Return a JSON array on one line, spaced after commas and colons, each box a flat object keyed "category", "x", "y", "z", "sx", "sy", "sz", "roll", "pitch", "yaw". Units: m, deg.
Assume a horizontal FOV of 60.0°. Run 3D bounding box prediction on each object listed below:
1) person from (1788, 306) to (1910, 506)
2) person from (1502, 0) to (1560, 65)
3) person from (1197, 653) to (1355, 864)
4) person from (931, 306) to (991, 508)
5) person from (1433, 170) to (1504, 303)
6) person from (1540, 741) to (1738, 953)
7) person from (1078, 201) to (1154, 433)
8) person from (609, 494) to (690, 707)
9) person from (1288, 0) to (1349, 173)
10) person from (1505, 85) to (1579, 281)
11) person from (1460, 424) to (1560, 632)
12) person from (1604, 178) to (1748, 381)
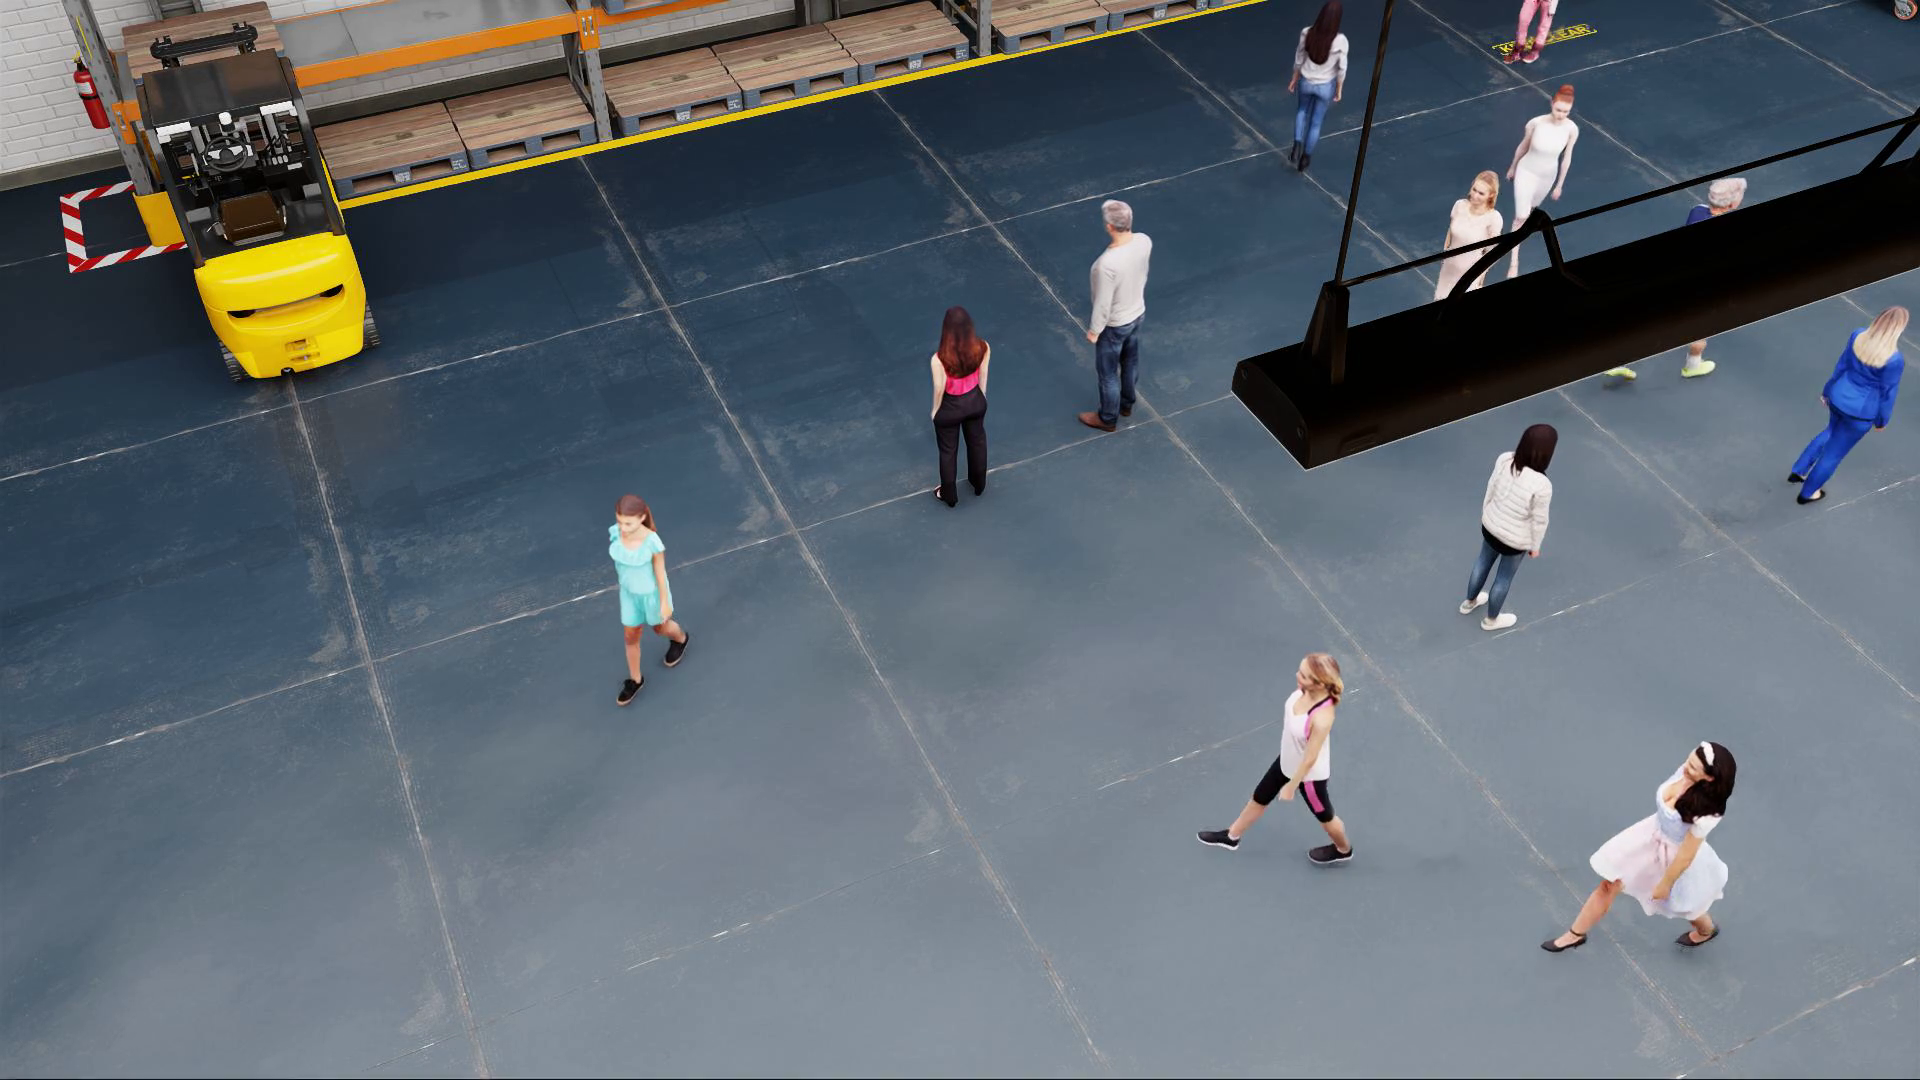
[{"category": "person", "x": 6.115, "y": -0.887, "z": 11.538, "sx": 0.598, "sy": 1.691, "sz": 0.643, "roll": -13, "pitch": 45, "yaw": -14}, {"category": "person", "x": 5.835, "y": -5.443, "z": 16.505, "sx": 0.782, "sy": 1.436, "sz": 0.688, "roll": -33, "pitch": 52, "yaw": -30}, {"category": "person", "x": 2.012, "y": 1.269, "z": 9.244, "sx": 1.246, "sy": 1.734, "sz": 0.975, "roll": 0, "pitch": 44, "yaw": 0}, {"category": "person", "x": -0.003, "y": -0.937, "z": 11.612, "sx": 0.453, "sy": 1.662, "sz": 0.643, "roll": -20, "pitch": 47, "yaw": -20}, {"category": "person", "x": 3.879, "y": -2.043, "z": 12.663, "sx": 0.994, "sy": 1.812, "sz": 0.744, "roll": -31, "pitch": 52, "yaw": -28}, {"category": "person", "x": 3.812, "y": 1.700, "z": 8.762, "sx": 1.277, "sy": 1.774, "sz": 0.963, "roll": 0, "pitch": 44, "yaw": 0}, {"category": "person", "x": 1.161, "y": -1.628, "z": 12.165, "sx": 0.882, "sy": 1.899, "sz": 0.731, "roll": 31, "pitch": 52, "yaw": 28}, {"category": "person", "x": -1.934, "y": 0.283, "z": 10.420, "sx": 0.889, "sy": 1.538, "sz": 0.994, "roll": 18, "pitch": 47, "yaw": 18}, {"category": "person", "x": 3.163, "y": -4.017, "z": 14.876, "sx": 0.738, "sy": 1.619, "sz": 0.775, "roll": 19, "pitch": 47, "yaw": 19}, {"category": "person", "x": 4.759, "y": -3.021, "z": 13.741, "sx": 1.123, "sy": 1.741, "sz": 1.102, "roll": 10, "pitch": 44, "yaw": 10}, {"category": "person", "x": 3.551, "y": -0.088, "z": 10.740, "sx": 0.582, "sy": 1.635, "sz": 0.648, "roll": -24, "pitch": 48, "yaw": -23}, {"category": "person", "x": 5.429, "y": -1.904, "z": 12.526, "sx": 1.194, "sy": 1.799, "sz": 0.731, "roll": -13, "pitch": 45, "yaw": -13}]
